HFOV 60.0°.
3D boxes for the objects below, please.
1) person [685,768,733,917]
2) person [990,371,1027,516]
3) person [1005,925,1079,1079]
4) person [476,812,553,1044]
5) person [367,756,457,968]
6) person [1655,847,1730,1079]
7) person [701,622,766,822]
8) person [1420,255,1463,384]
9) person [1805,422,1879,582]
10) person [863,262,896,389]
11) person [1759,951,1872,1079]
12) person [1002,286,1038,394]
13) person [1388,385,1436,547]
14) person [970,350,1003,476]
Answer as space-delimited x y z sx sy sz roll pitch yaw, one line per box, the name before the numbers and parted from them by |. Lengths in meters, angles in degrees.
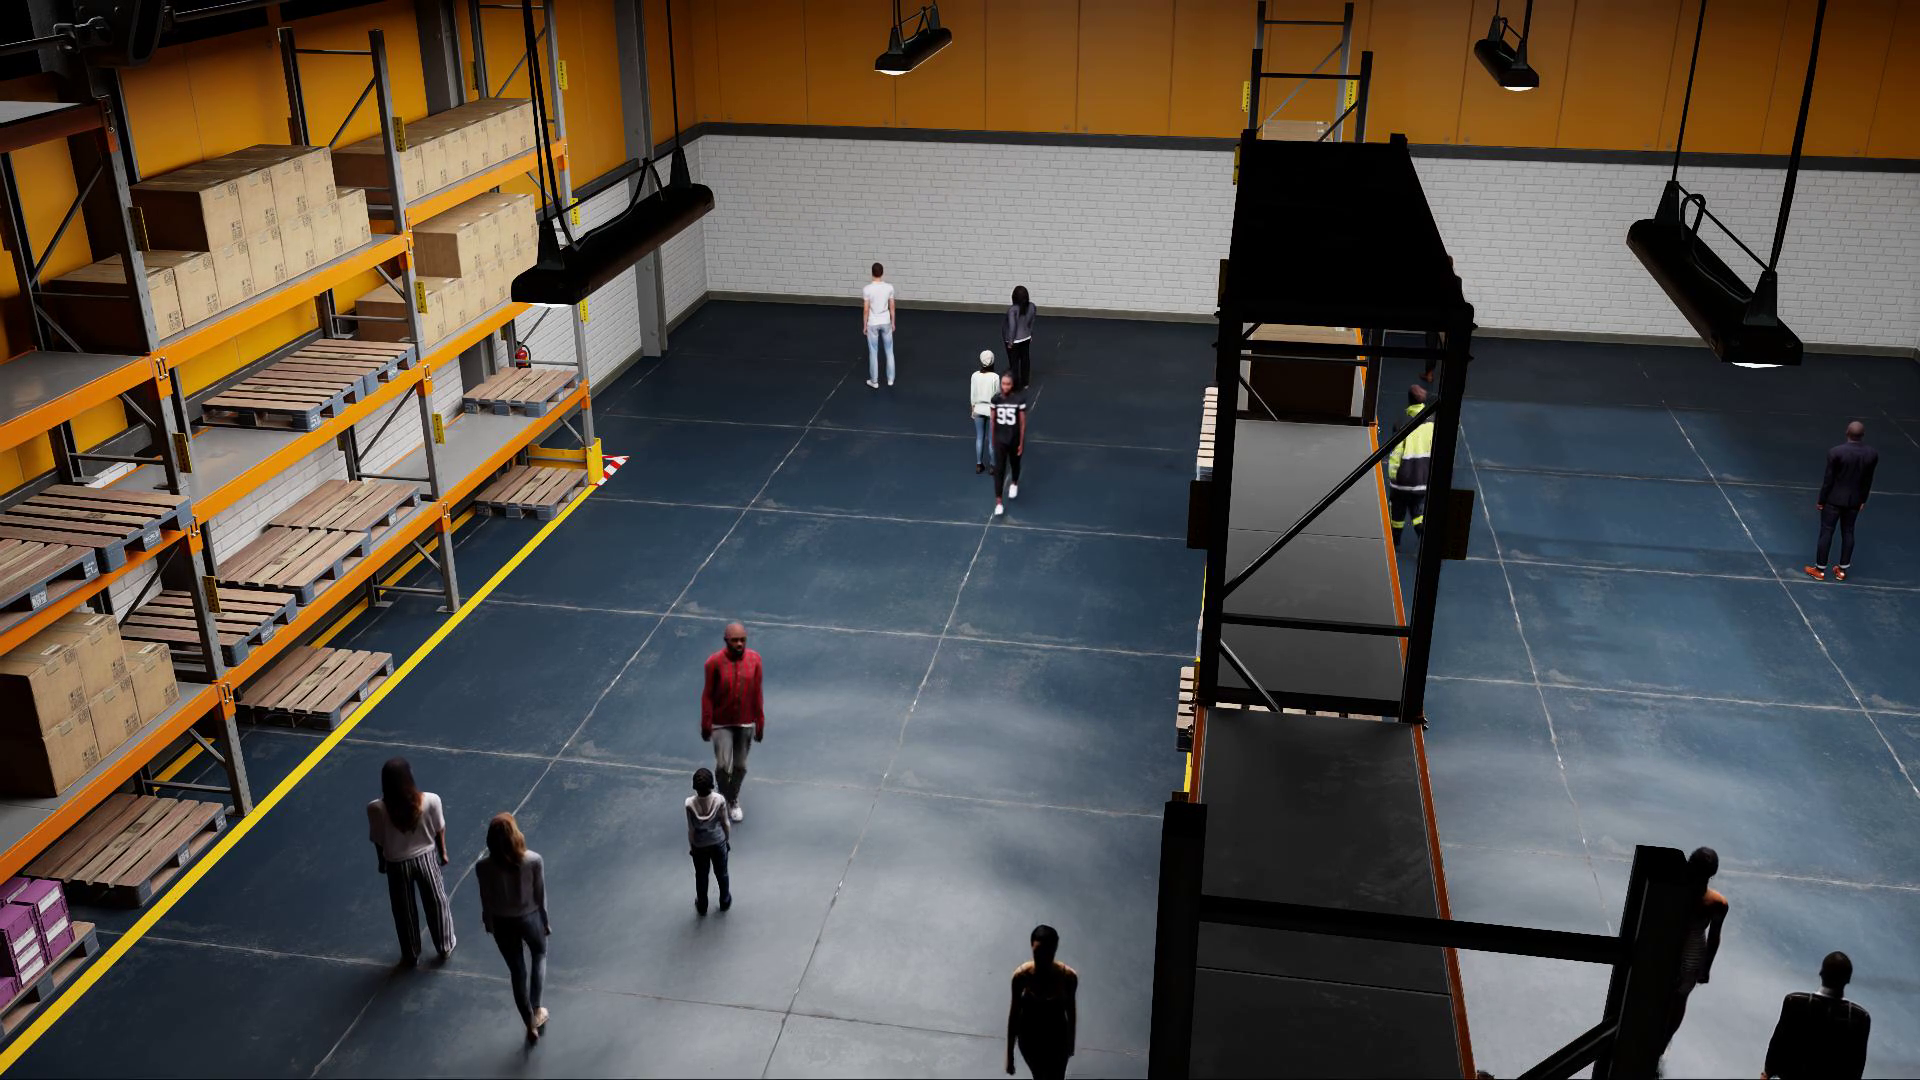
person | -1.929 2.299 12.738 0.555 1.261 0.592 -6 24 -13
person | 0.618 -1.214 20.252 0.608 1.679 1.194 4 24 9
person | 0.529 3.082 10.402 0.596 1.697 1.019 3 24 7
person | -2.986 2.669 11.234 0.686 1.786 0.685 -4 24 -9
person | -3.998 2.335 12.132 0.779 1.679 0.778 -7 25 -15
person | 4.667 2.823 10.870 0.714 1.796 1.078 9 25 19
person | -1.925 1.469 13.960 0.824 1.803 0.846 -7 24 -15
person | 7.157 -3.299 24.742 0.738 1.904 0.691 -1 24 -2
person | 9.706 -0.431 18.288 0.710 1.818 0.626 1 24 3
person | -1.189 -3.171 24.515 0.730 1.850 0.724 -8 25 -18
person | 5.055 3.236 9.895 0.718 1.821 0.648 10 26 22
person | 0.859 -2.951 24.328 0.786 1.597 0.862 -21 31 -39
person | 5.188 -0.779 18.909 1.009 1.957 1.177 -6 24 -13
person | 0.347 -1.647 21.285 0.610 1.645 0.545 8 25 19
